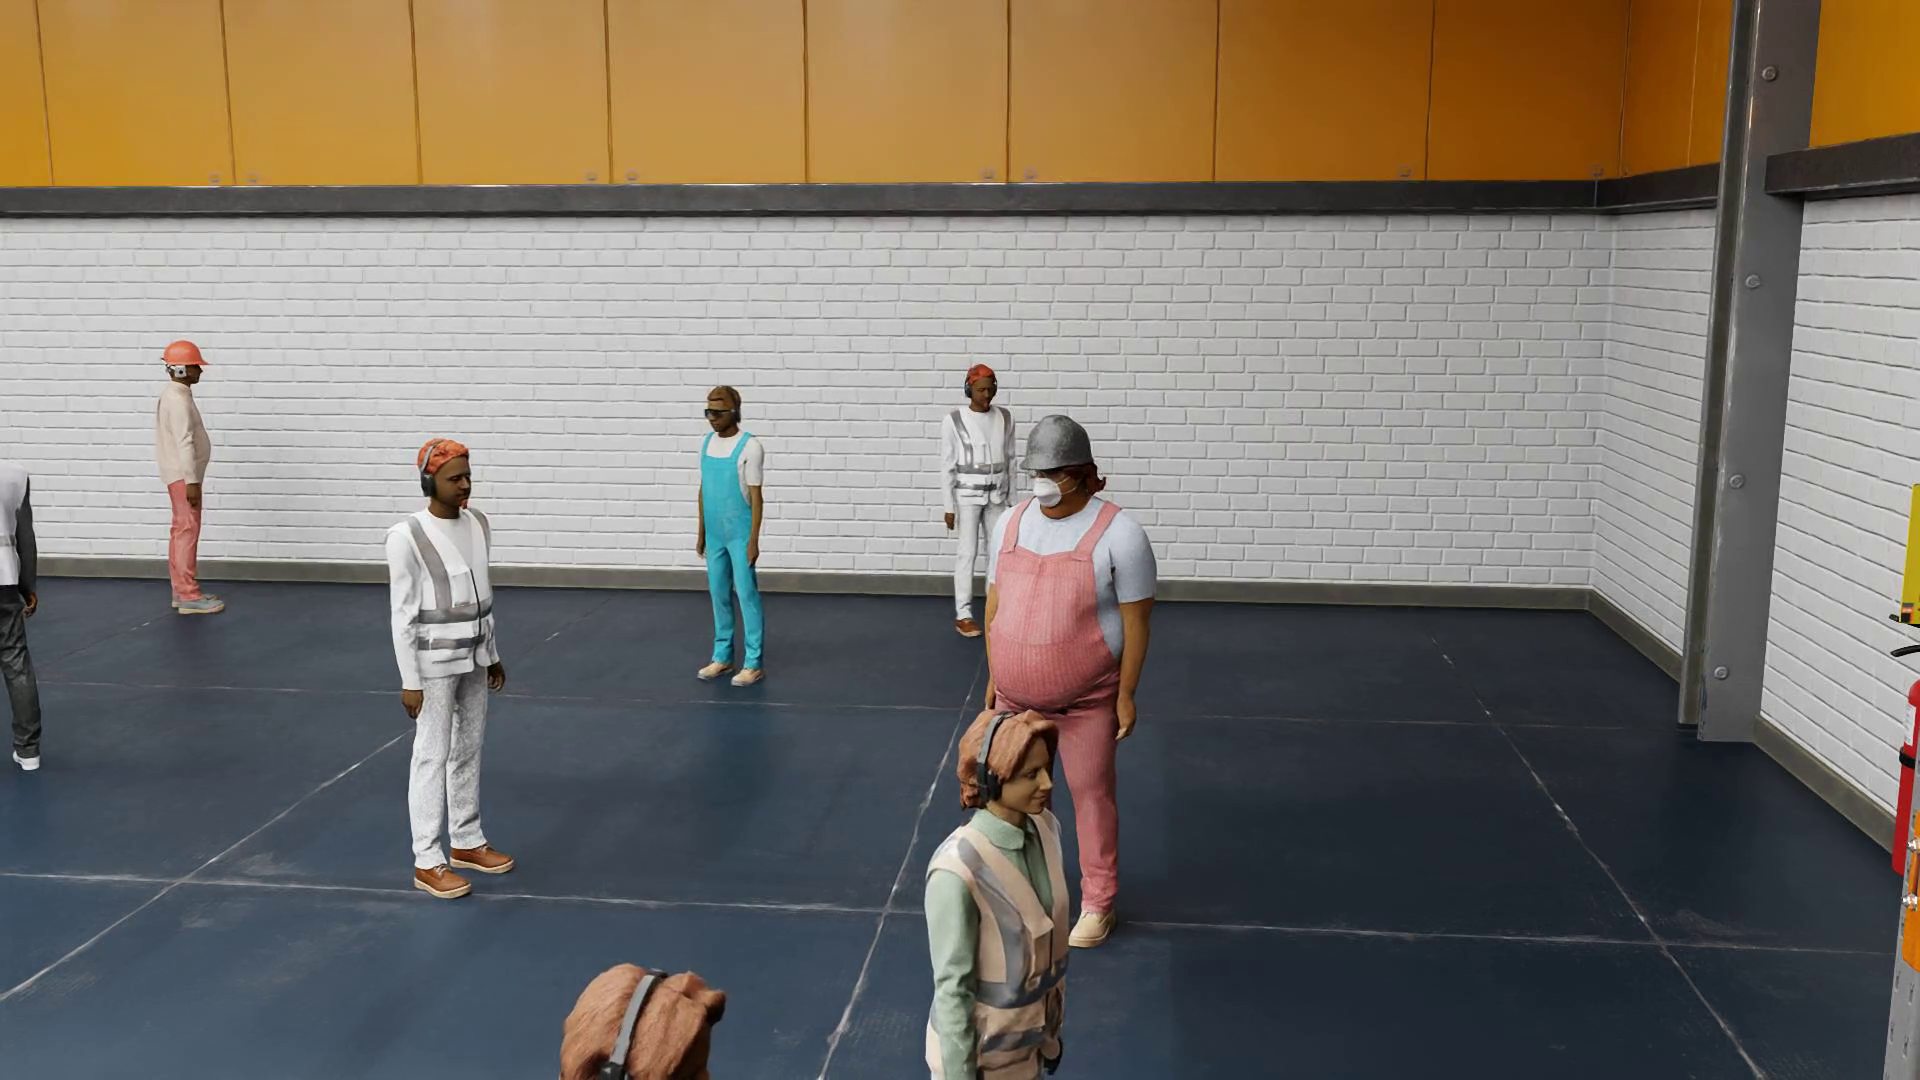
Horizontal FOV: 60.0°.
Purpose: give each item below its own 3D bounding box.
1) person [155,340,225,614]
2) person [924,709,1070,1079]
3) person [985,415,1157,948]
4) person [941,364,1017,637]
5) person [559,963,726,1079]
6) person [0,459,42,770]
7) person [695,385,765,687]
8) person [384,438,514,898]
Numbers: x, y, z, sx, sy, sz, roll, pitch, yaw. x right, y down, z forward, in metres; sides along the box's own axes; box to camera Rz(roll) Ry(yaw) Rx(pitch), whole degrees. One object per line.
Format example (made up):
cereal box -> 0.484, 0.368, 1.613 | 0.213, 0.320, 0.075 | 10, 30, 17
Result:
person -> -5.662, -0.465, 12.206 | 0.397, 1.992, 0.622 | -6, 12, -31
person -> 0.087, 1.180, 3.802 | 0.314, 1.642, 0.515 | 5, 11, 28
person -> 0.361, 0.534, 6.355 | 0.689, 2.000, 0.539 | 6, 12, 31
person -> 0.136, -0.271, 11.439 | 0.585, 1.879, 0.355 | -6, 11, -29
person -> -0.472, 1.413, 2.473 | 0.309, 1.639, 0.514 | 2, 10, 9
person -> -4.907, 0.253, 8.309 | 0.390, 1.920, 0.588 | 7, 12, 36
person -> -1.410, -0.030, 10.170 | 0.511, 1.838, 0.328 | 7, 12, 34
person -> -2.111, 0.517, 6.899 | 0.339, 1.882, 0.584 | 4, 11, 22
